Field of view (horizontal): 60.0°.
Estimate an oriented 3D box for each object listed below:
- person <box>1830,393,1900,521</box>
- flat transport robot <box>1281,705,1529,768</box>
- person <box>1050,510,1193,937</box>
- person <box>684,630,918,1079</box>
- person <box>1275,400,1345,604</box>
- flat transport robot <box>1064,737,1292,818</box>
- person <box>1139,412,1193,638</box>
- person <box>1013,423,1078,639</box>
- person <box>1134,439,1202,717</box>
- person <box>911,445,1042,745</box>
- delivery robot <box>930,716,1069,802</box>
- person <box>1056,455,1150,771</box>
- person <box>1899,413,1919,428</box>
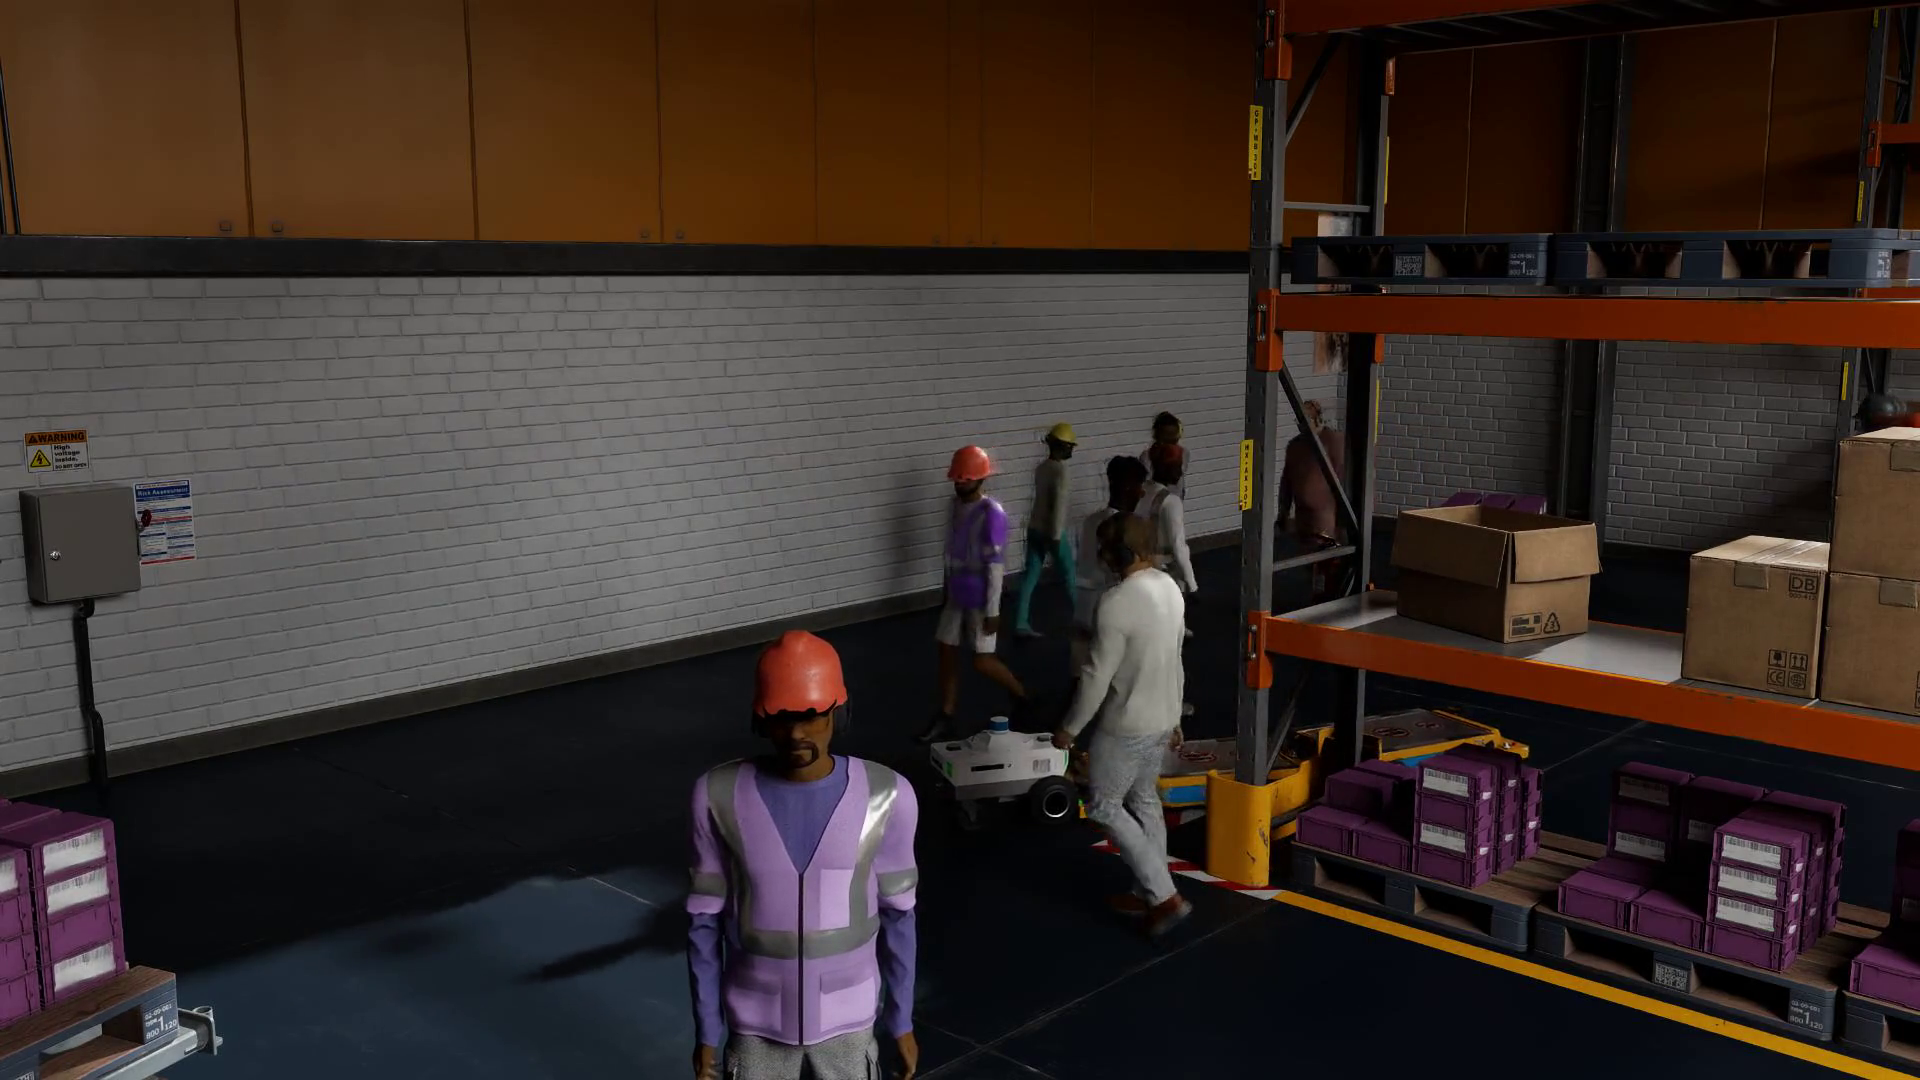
[{"bbox_3d":[6.832,-0.124,12.675,0.795,2.000,0.694,6,11,34],"label":"person"},{"bbox_3d":[2.609,1.218,9.858,1.431,0.197,0.652,-5,10,-27],"label":"flat transport robot"},{"bbox_3d":[0.785,0.815,7.298,0.560,1.912,0.641,6,11,33],"label":"person"},{"bbox_3d":[-0.406,1.233,4.342,0.605,2.045,0.388,-1,9,-5],"label":"person"},{"bbox_3d":[2.907,-0.206,13.663,0.484,1.882,0.665,-5,11,-30],"label":"person"},{"bbox_3d":[1.250,1.312,9.282,1.431,0.197,0.652,-2,10,-14],"label":"flat transport robot"},{"bbox_3d":[1.634,-0.122,13.313,0.530,1.821,0.817,-4,10,-23],"label":"person"},{"bbox_3d":[0.800,-0.070,13.309,0.893,1.711,0.541,-5,10,-27],"label":"person"},{"bbox_3d":[1.329,0.260,10.833,0.452,1.867,0.617,-4,10,-23],"label":"person"},{"bbox_3d":[0.116,0.333,10.330,0.765,1.903,0.638,-6,11,-32],"label":"person"},{"bbox_3d":[0.208,1.188,8.886,0.707,0.478,0.477,-3,10,-18],"label":"delivery robot"},{"bbox_3d":[0.894,0.469,9.466,1.006,1.895,0.671,-5,11,-30],"label":"person"},{"bbox_3d":[6.340,0.152,11.117,0.609,1.995,0.375,-5,11,-28],"label":"person"}]
